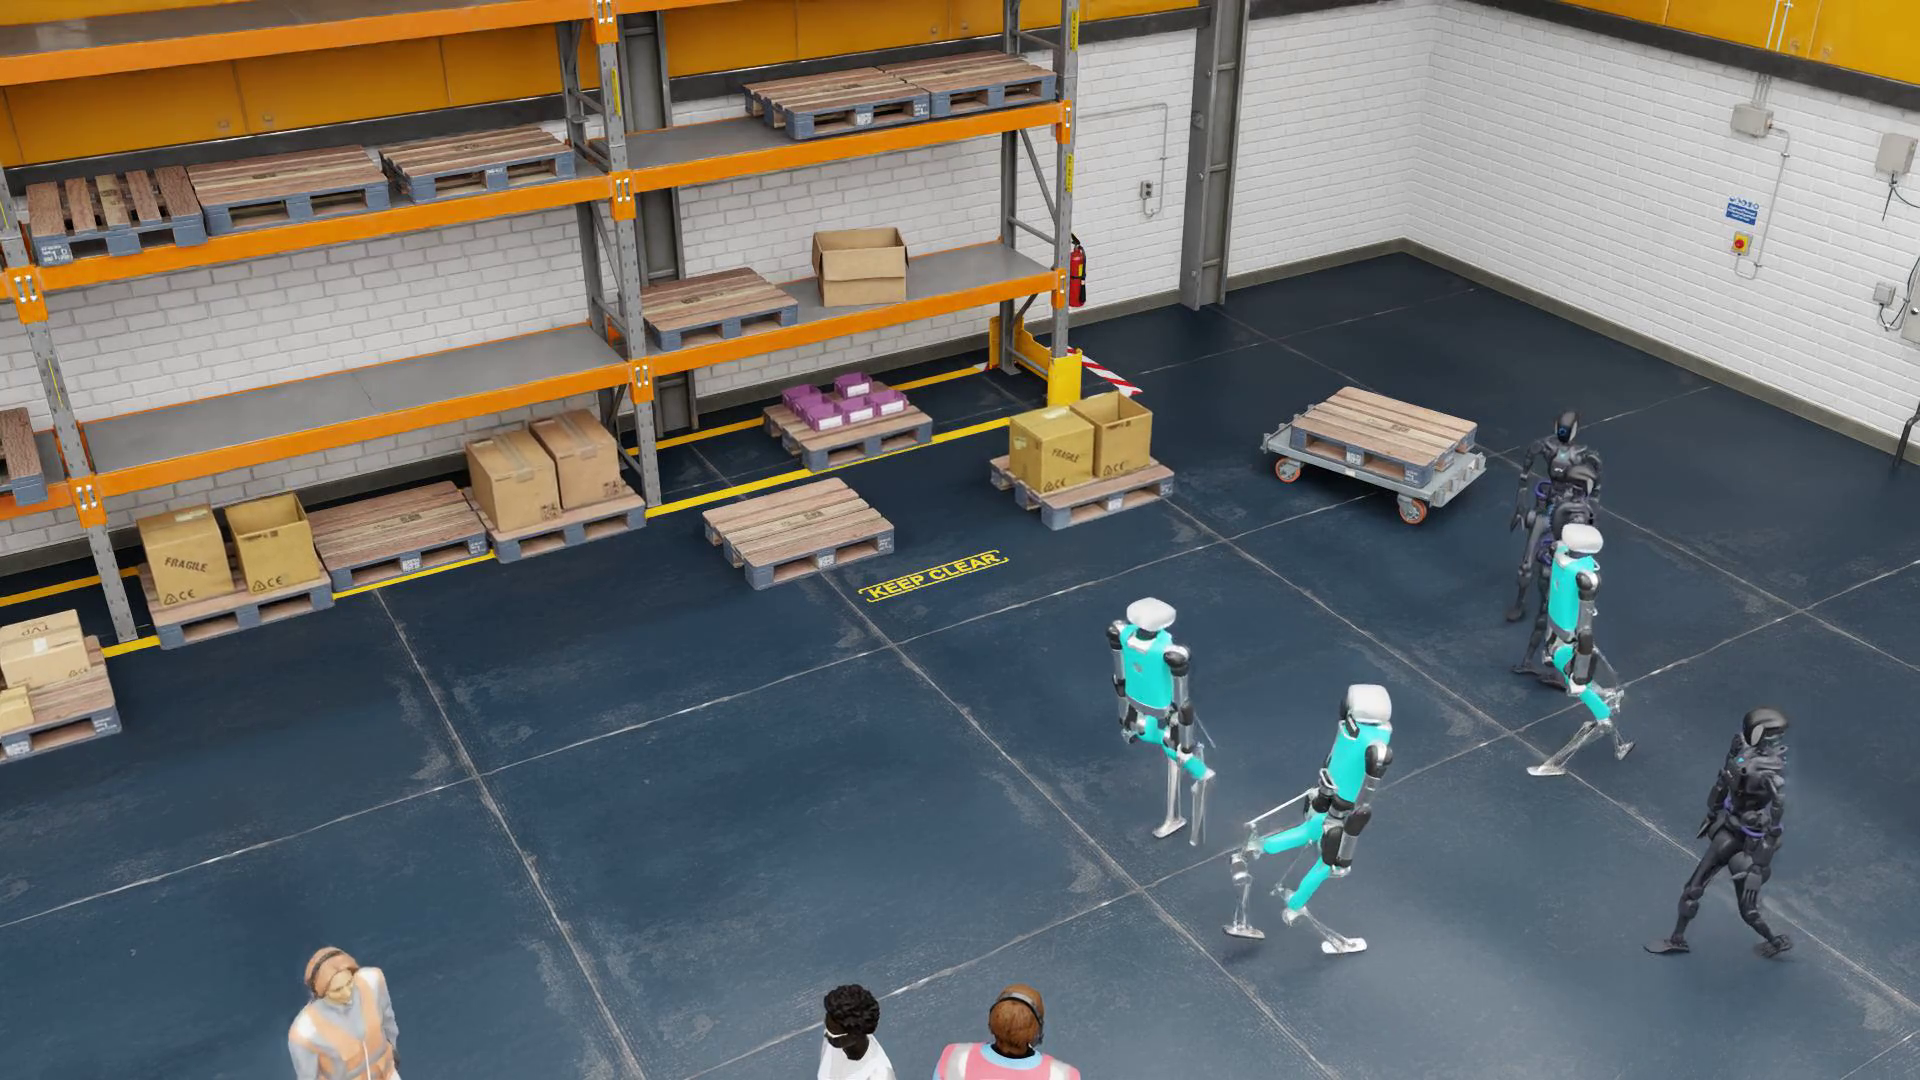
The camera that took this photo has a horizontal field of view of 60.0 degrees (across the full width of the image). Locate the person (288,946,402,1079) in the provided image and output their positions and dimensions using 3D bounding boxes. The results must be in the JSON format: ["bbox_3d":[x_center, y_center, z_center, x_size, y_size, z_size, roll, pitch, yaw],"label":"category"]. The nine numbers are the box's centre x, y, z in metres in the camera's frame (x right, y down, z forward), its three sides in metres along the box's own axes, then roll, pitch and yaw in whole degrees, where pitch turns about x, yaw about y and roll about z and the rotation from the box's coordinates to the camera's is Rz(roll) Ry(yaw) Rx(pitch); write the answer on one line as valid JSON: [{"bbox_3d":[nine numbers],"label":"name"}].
[{"bbox_3d":[-2.596,2.438,7.289,0.731,1.609,0.538,19,35,30],"label":"person"}]

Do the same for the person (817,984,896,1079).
[{"bbox_3d":[-0.430,2.538,7.029,0.316,1.695,0.541,-16,33,-26],"label":"person"}]

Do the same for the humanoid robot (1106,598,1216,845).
[{"bbox_3d":[1.232,1.050,9.663,0.541,1.807,0.796,25,38,36],"label":"humanoid robot"}]

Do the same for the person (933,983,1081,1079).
[{"bbox_3d":[0.204,2.563,6.855,0.630,1.837,0.431,6,30,11],"label":"person"}]

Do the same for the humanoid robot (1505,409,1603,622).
[{"bbox_3d":[4.254,-0.171,11.854,0.609,1.642,0.517,14,32,23],"label":"humanoid robot"}]

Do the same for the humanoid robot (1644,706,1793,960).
[{"bbox_3d":[4.189,1.586,8.798,0.743,1.649,0.614,-2,30,-3],"label":"humanoid robot"}]

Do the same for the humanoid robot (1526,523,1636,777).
[{"bbox_3d":[3.997,0.720,10.254,0.900,1.809,0.560,-3,30,-5],"label":"humanoid robot"}]

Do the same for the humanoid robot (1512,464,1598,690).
[{"bbox_3d":[4.055,0.225,11.144,0.408,1.653,0.600,5,30,8],"label":"humanoid robot"}]

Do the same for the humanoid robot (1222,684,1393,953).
[{"bbox_3d":[1.749,1.556,8.793,0.997,1.766,0.530,-3,30,-5],"label":"humanoid robot"}]
